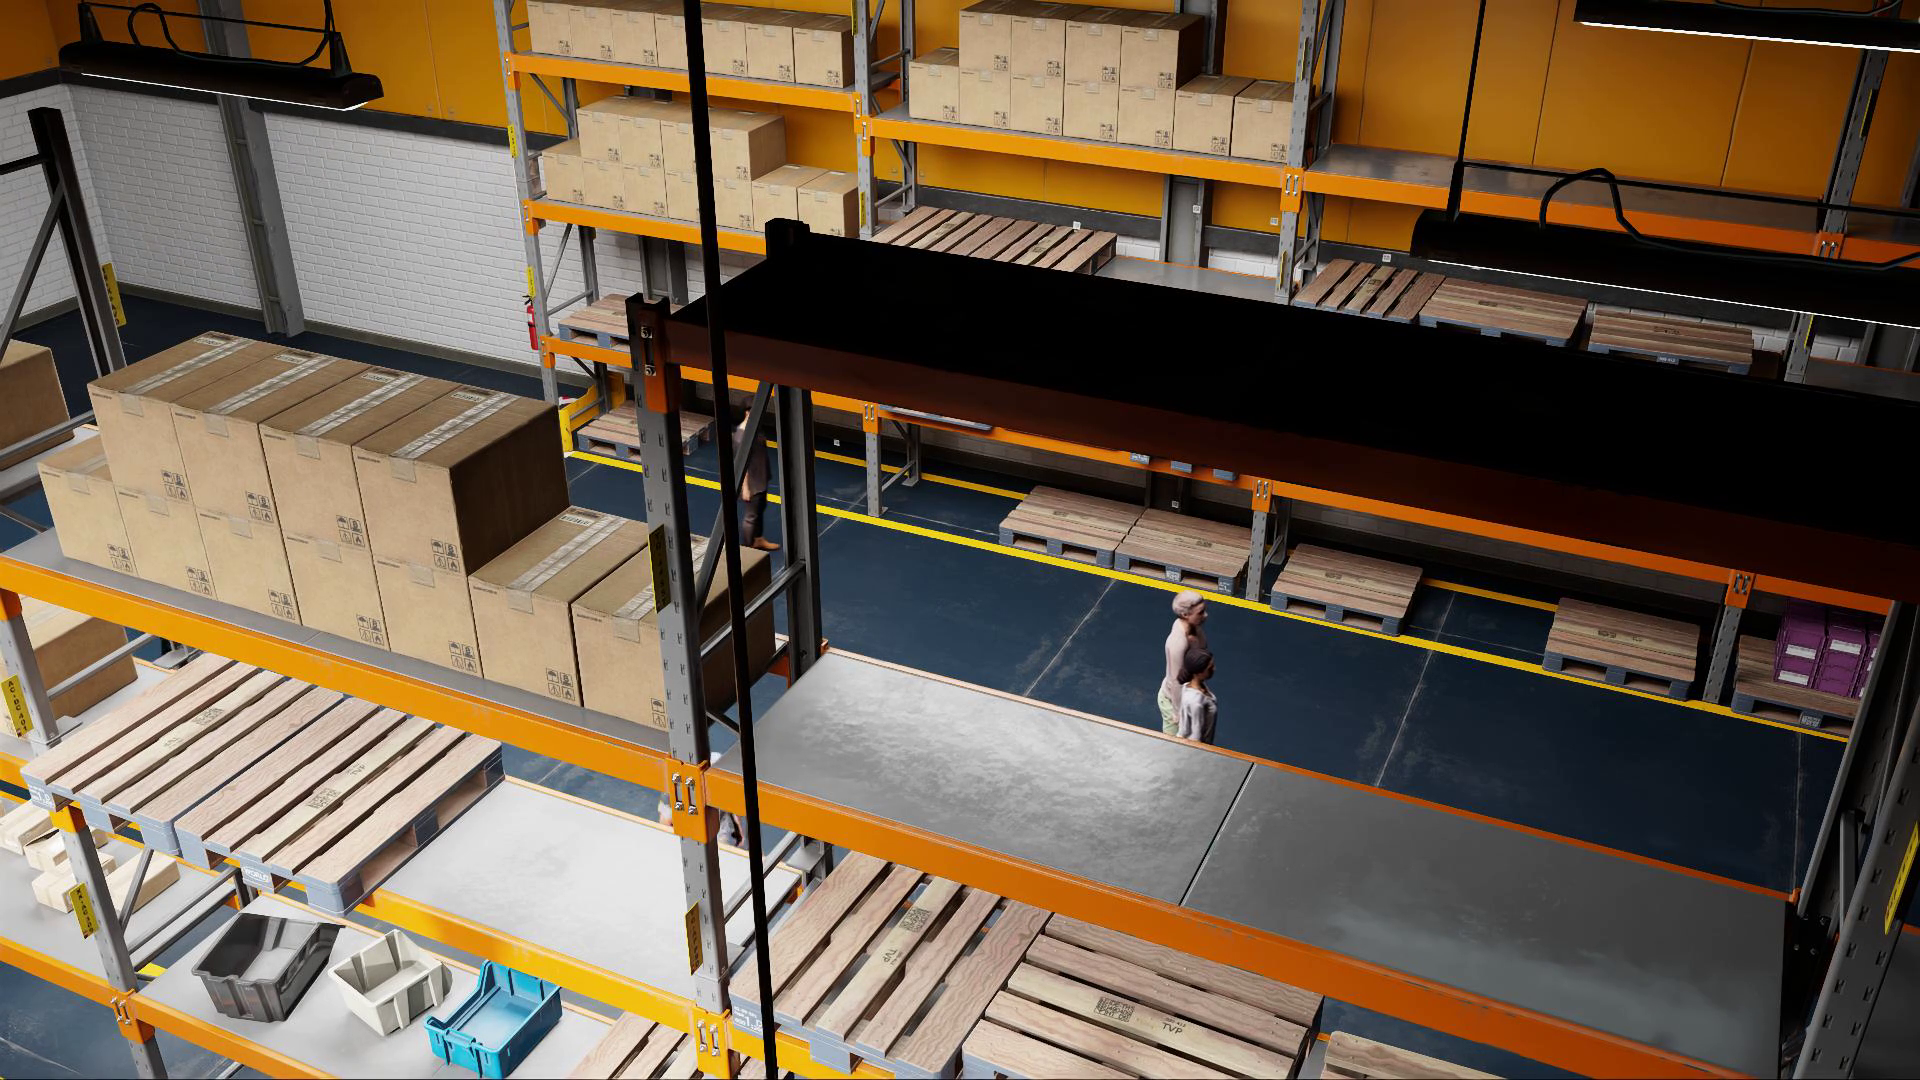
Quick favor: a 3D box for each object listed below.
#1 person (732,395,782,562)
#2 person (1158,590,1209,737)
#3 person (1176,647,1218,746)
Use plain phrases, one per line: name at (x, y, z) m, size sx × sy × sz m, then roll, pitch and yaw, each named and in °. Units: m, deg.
person at (-1.987, -0.603, 15.930) m, size 0.606 × 1.713 × 0.659 m, roll 7°, pitch 29°, yaw 12°
person at (1.650, 1.193, 12.469) m, size 0.639 × 1.875 × 0.701 m, roll 8°, pitch 30°, yaw 15°
person at (1.650, 1.542, 11.934) m, size 0.638 × 1.773 × 0.652 m, roll 2°, pitch 29°, yaw 4°
